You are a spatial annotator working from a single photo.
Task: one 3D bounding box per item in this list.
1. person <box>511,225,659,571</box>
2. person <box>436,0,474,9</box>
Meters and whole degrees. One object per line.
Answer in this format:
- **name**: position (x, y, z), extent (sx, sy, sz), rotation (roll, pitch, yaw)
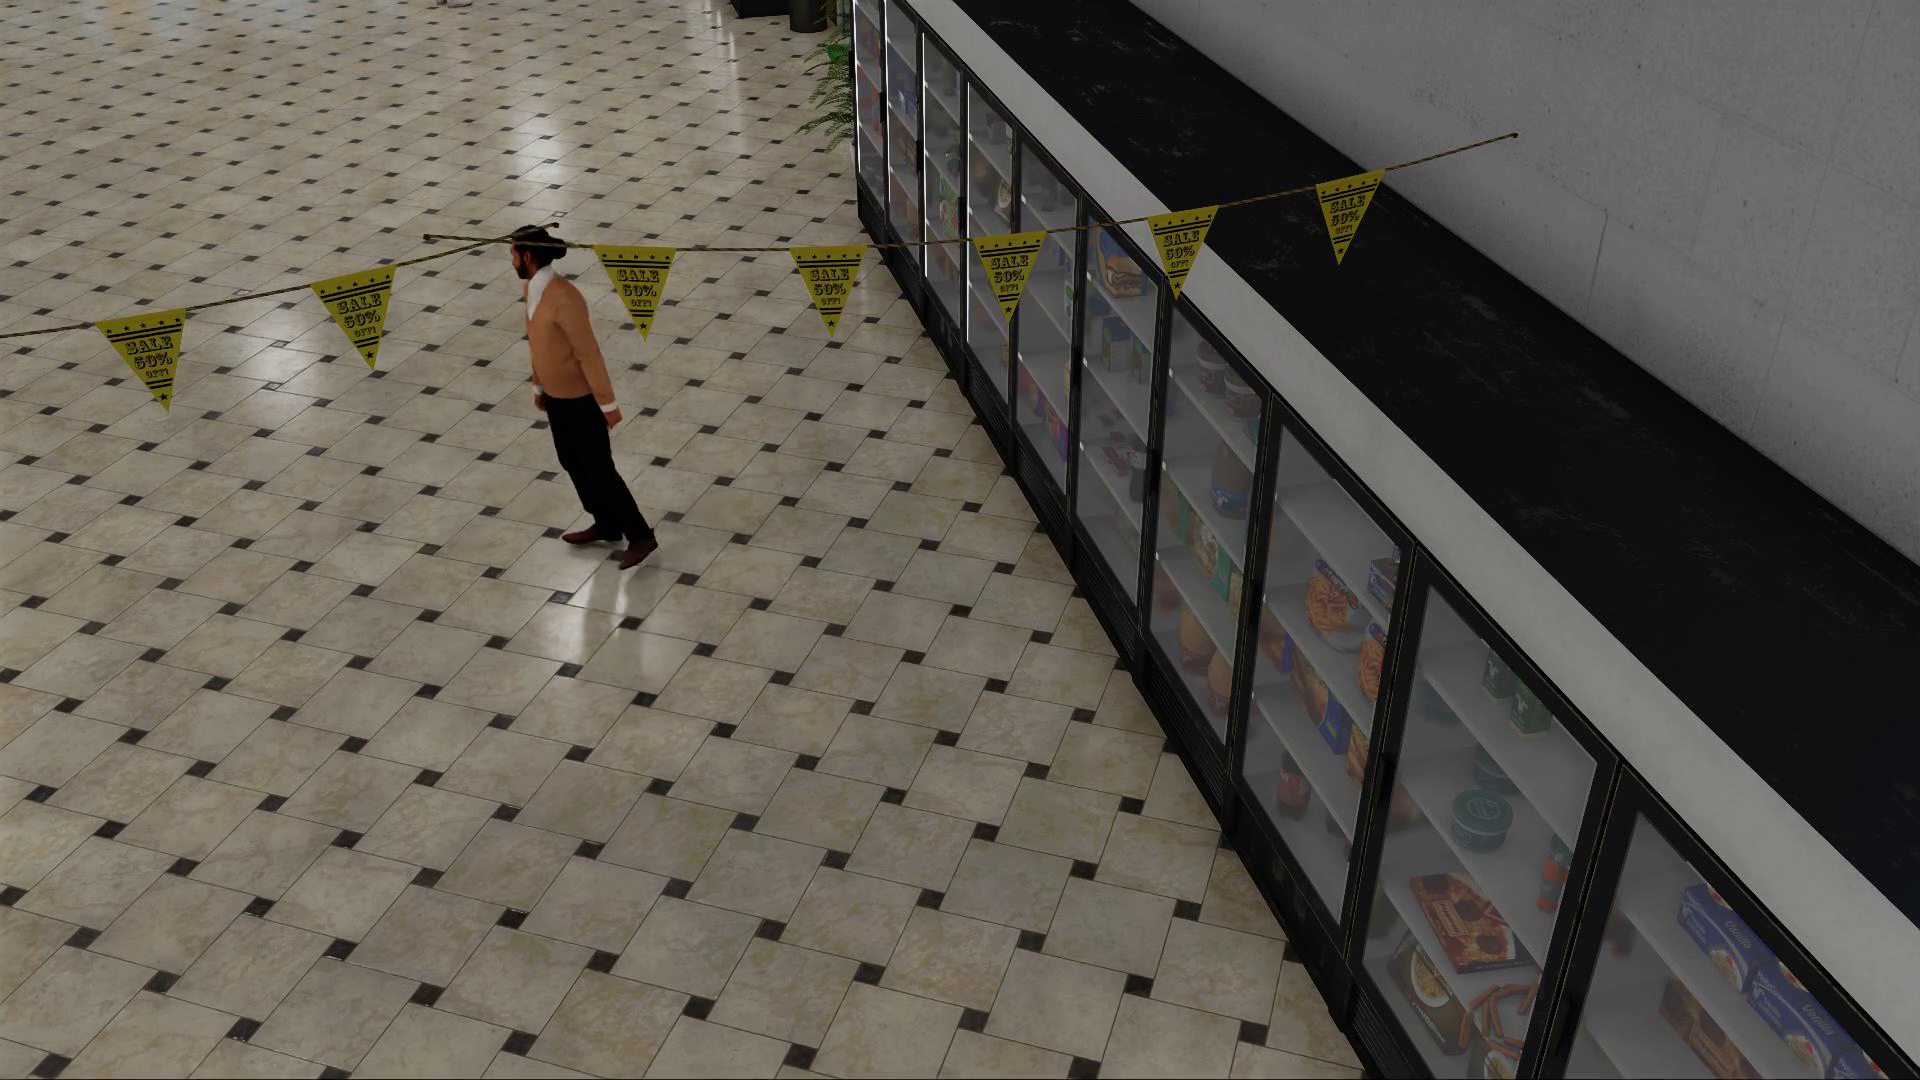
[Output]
- **person**: position (-1.824, -0.687, 8.129), extent (0.909, 1.715, 0.822), rotation (23, 39, 32)
- **person**: position (-5.492, -6.493, 17.474), extent (0.694, 1.701, 0.701), rotation (26, 40, 35)
